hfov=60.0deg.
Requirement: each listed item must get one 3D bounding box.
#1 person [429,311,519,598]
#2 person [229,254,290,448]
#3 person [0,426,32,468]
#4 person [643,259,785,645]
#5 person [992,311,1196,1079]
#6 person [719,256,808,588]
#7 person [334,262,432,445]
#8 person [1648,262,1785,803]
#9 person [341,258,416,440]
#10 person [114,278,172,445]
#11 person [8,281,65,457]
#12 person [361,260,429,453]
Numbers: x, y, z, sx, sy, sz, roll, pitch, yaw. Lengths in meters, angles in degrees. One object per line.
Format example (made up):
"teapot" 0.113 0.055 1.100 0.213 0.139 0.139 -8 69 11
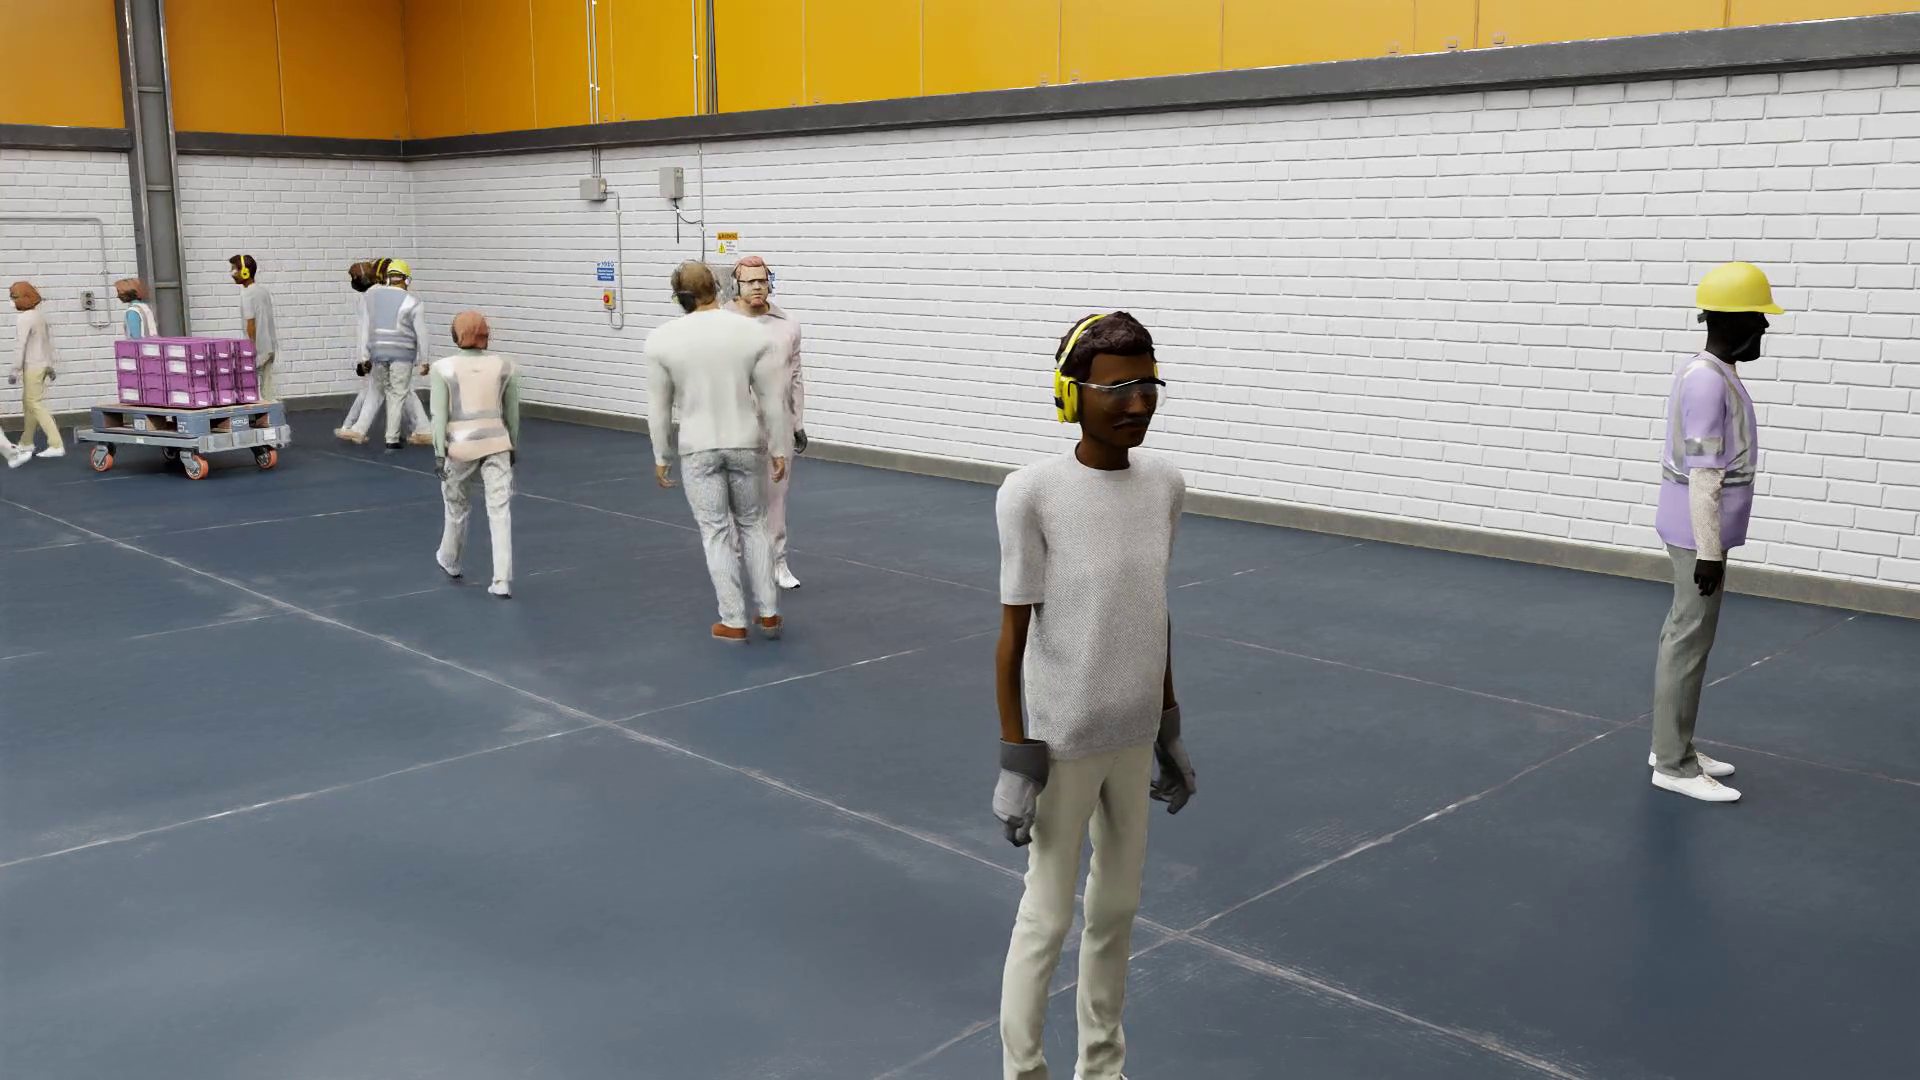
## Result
"person" -2.771 -0.499 9.476 0.531 1.586 0.861 -6 12 -30
"person" -6.626 -1.762 15.697 0.395 1.844 0.526 1 10 6
"person" -8.459 -1.371 14.240 0.516 1.591 0.761 8 13 36
"person" -1.212 -0.427 8.250 0.671 1.907 0.451 -4 11 -19
"person" 0.295 0.444 3.591 0.530 1.869 0.311 -8 13 -36
"person" -1.162 -0.650 9.454 0.652 1.906 0.409 -6 12 -29
"person" -5.569 -1.776 15.990 1.016 1.762 0.633 -1 10 -5
"person" 2.719 -0.033 6.034 0.366 1.927 0.585 4 11 22
"person" -5.683 -1.856 16.358 1.020 1.813 0.532 0 10 0
"person" -7.805 -1.696 15.934 0.436 1.609 0.606 -2 11 -10
"person" -8.535 -1.549 15.203 0.624 1.604 0.541 -1 10 -8
"person" -5.260 -1.725 15.612 0.604 1.792 0.657 2 11 11
